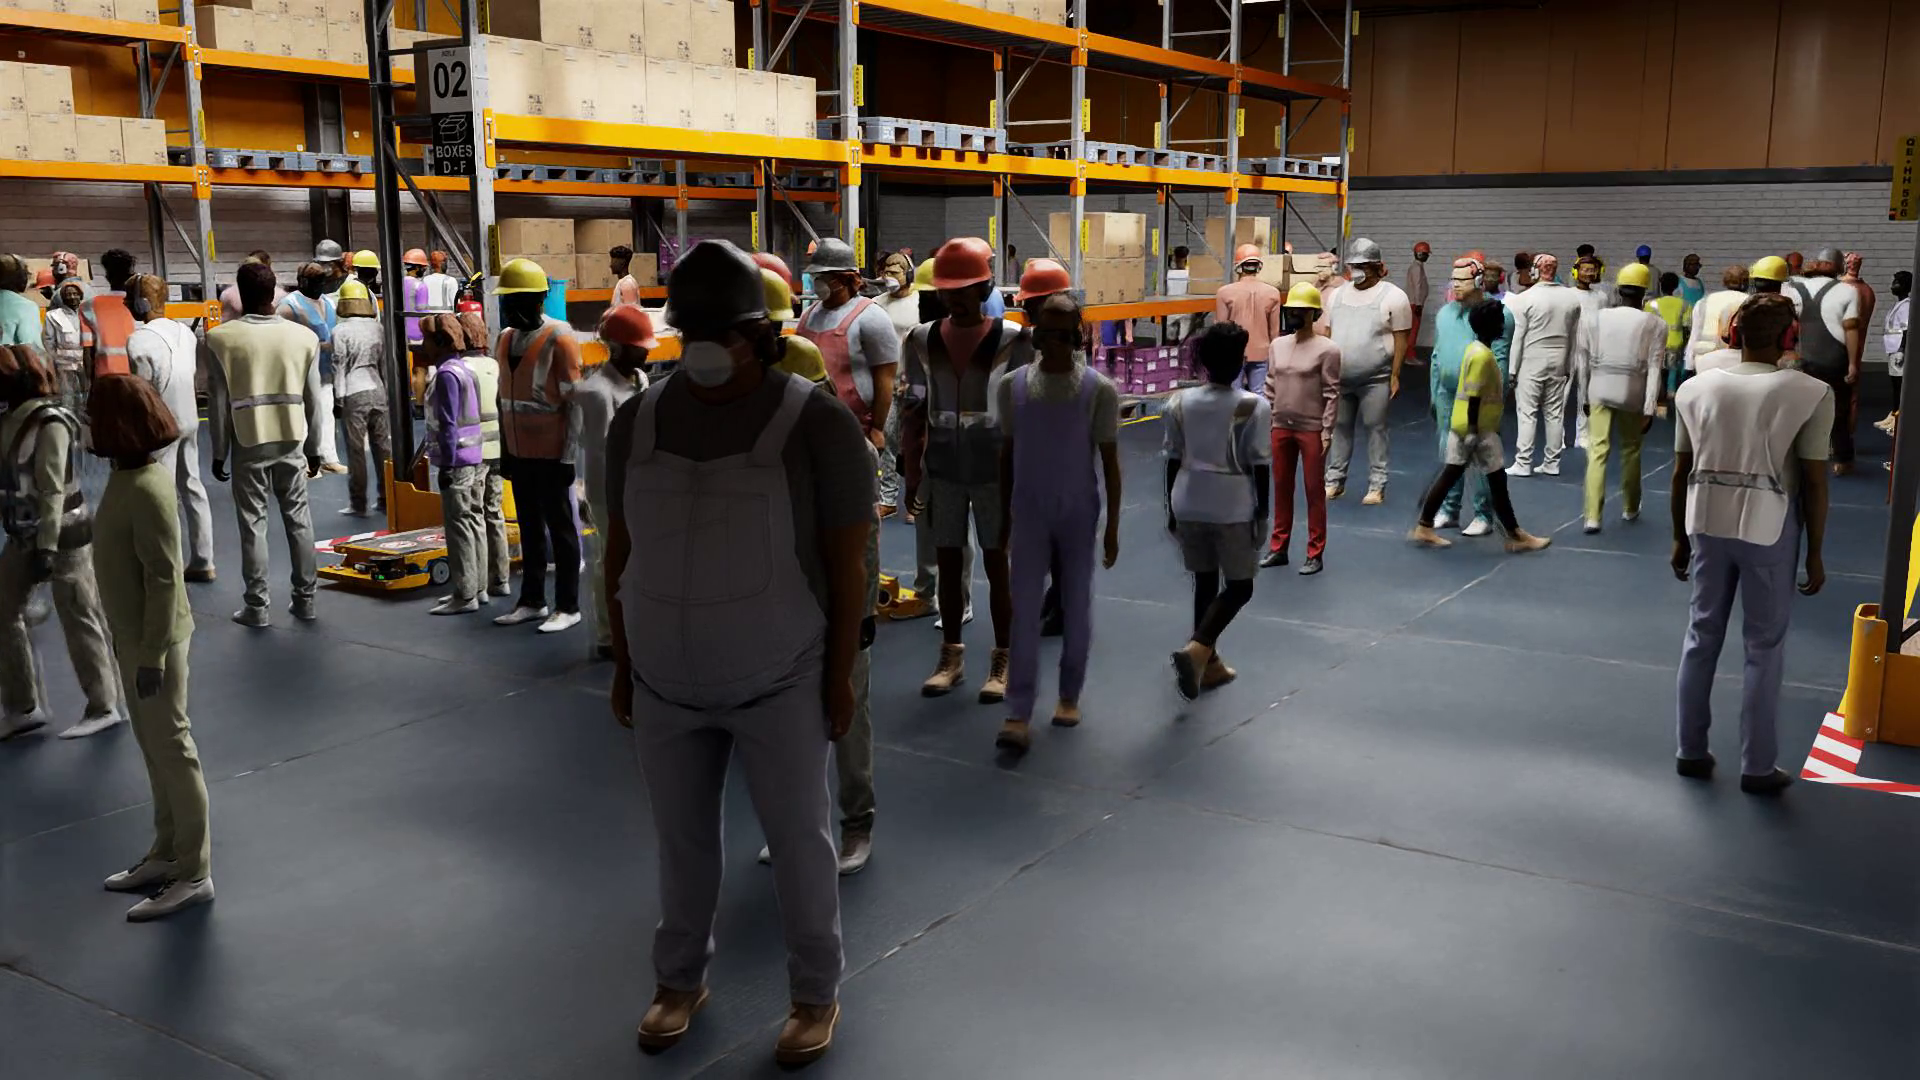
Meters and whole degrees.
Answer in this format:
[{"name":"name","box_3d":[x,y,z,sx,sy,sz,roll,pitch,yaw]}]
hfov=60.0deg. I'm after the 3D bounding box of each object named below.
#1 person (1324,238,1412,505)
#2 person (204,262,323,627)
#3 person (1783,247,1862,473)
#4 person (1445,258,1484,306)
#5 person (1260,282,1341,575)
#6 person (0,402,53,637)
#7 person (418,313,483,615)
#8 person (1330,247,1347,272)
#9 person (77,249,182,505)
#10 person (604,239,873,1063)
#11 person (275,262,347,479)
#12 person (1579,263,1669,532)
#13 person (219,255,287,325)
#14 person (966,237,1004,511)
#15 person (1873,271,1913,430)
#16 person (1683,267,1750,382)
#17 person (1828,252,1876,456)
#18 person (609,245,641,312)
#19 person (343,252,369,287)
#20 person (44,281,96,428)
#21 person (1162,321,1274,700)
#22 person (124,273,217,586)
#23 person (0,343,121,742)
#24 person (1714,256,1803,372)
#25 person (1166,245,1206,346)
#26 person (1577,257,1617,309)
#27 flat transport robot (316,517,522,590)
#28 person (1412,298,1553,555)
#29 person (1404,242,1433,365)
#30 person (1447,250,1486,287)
[{"name":"person","box_3d":[3.062,-1.291,12.781,0.688,2.000,0.539,8,13,38]},{"name":"person","box_3d":[-3.645,-0.499,8.770,0.579,1.911,0.397,-9,14,-42]},{"name":"person","box_3d":[7.392,-1.554,14.240,1.017,2.000,0.736,-9,13,-40]},{"name":"person","box_3d":[5.794,-2.297,18.954,0.671,1.827,0.636,-9,14,-42]},{"name":"person","box_3d":[2.061,-0.677,10.135,0.525,1.772,0.306,10,14,44]},{"name":"person","box_3d":[-4.708,-0.342,7.950,0.623,1.888,1.020,2,10,10]},{"name":"person","box_3d":[-2.761,-0.416,9.073,0.319,1.631,0.525,-2,10,-12]},{"name":"person","box_3d":[6.295,-3.889,27.563,0.397,1.910,0.587,3,11,16]},{"name":"person","box_3d":[-6.261,-1.195,12.525,0.669,1.955,0.361,-2,10,-10]},{"name":"person","box_3d":[-0.578,0.279,4.086,0.686,2.000,0.535,3,11,14]},{"name":"person","box_3d":[-5.519,-1.445,14.230,0.430,1.836,0.630,5,11,24]},{"name":"person","box_3d":[4.641,-1.003,11.698,0.590,1.863,1.037,6,12,30]},{"name":"person","box_3d":[-6.763,-1.793,16.026,0.637,1.893,1.058,-5,11,-25]},{"name":"person","box_3d":[0.136,-1.237,12.485,0.394,2.040,0.610,-3,11,-16]},{"name":"person","box_3d":[10.011,-2.013,17.733,0.322,1.697,0.531,4,11,21]},{"name":"person","box_3d":[6.854,-1.530,14.856,0.806,1.788,0.650,-8,13,-39]},{"name":"person","box_3d":[8.265,-1.740,15.643,0.641,1.908,0.407,-7,12,-35]},{"name":"person","box_3d":[-3.703,-2.268,18.405,0.365,1.965,0.608,-3,11,-17]},{"name":"person","box_3d":[-7.051,-2.395,19.343,0.356,1.883,0.572,0,10,1]},{"name":"person","box_3d":[-8.293,-1.605,15.629,0.513,1.642,0.311,-7,13,-36]},{"name":"person","box_3d":[1.094,-0.115,7.284,0.538,1.681,0.650,8,13,37]},{"name":"person","box_3d":[-4.595,-0.619,9.631,0.339,1.838,0.508,3,11,15]},{"name":"person","box_3d":[-3.704,0.034,6.628,0.515,1.617,0.612,6,12,31]},{"name":"person","box_3d":[5.768,-1.075,11.957,0.661,1.902,0.608,-7,12,-33]},{"name":"person","box_3d":[3.128,-3.152,23.380,0.632,1.941,0.710,4,11,21]},{"name":"person","box_3d":[7.927,-2.608,20.760,0.564,1.800,0.982,8,13,38]},{"name":"flat transport robot","box_3d":[-3.129,0.066,10.170,0.652,0.197,1.431,7,12,33]},{"name":"person","box_3d":[3.374,-0.730,10.749,0.872,1.649,0.543,2,10,11]},{"name":"person","box_3d":[7.463,-3.853,27.115,0.397,1.990,0.622,2,10,10]},{"name":"person","box_3d":[5.913,-2.436,19.488,0.581,1.910,0.659,1,10,6]}]
